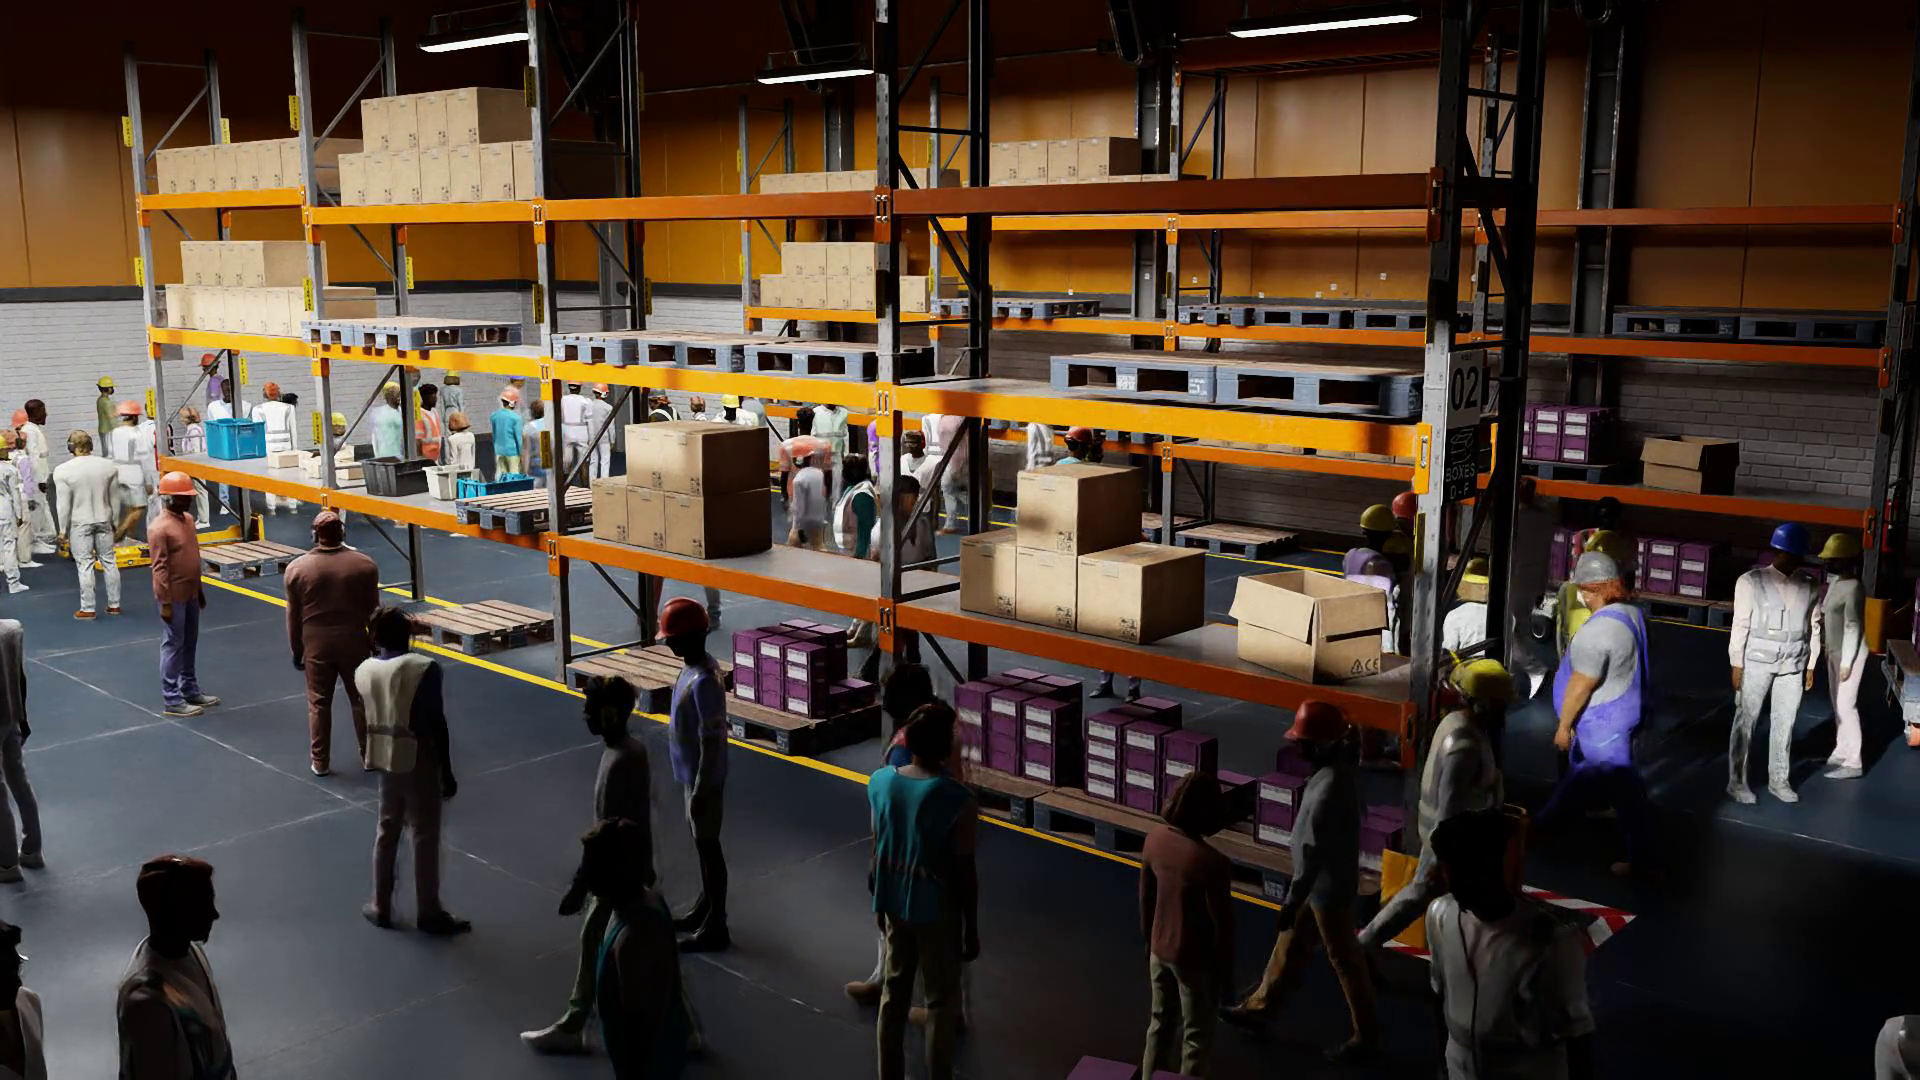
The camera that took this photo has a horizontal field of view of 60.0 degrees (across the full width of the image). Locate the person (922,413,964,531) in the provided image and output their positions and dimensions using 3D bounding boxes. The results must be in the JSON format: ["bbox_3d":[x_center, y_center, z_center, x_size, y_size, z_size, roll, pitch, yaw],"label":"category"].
[{"bbox_3d":[-0.230,-1.034,22.016,0.573,1.876,0.354,2,10,12],"label":"person"}]

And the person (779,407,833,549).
[{"bbox_3d":[-1.745,-0.528,18.923,0.614,1.949,0.362,-1,10,-7],"label":"person"}]

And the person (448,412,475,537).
[{"bbox_3d":[-6.488,-0.851,21.652,0.277,1.632,0.507,3,11,19],"label":"person"}]

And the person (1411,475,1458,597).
[{"bbox_3d":[4.809,-0.090,16.808,0.404,1.826,0.587,-4,11,-24],"label":"person"}]

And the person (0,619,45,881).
[{"bbox_3d":[-5.761,1.108,9.913,0.312,1.869,0.536,1,10,6],"label":"person"}]

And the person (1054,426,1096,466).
[{"bbox_3d":[1.159,-0.136,16.489,0.404,2.035,0.606,-5,11,-28],"label":"person"}]

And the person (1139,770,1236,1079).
[{"bbox_3d":[0.950,1.754,6.925,0.268,1.630,0.507,-7,12,-35],"label":"person"}]

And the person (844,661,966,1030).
[{"bbox_3d":[-0.313,1.469,8.023,0.800,1.811,0.642,3,10,14],"label":"person"}]

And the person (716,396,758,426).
[{"bbox_3d":[-2.939,-1.093,22.078,0.630,1.963,0.363,2,10,12],"label":"person"}]

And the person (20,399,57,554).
[{"bbox_3d":[-11.391,-0.777,20.466,0.394,1.910,0.634,-5,11,-27],"label":"person"}]

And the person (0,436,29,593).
[{"bbox_3d":[-10.497,-0.284,18.173,0.487,1.737,0.358,-1,10,-5],"label":"person"}]

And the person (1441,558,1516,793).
[{"bbox_3d":[3.403,0.981,11.012,0.486,1.737,0.315,-1,10,-3],"label":"person"}]

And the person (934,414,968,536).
[{"bbox_3d":[-0.039,-0.998,21.726,0.668,1.913,0.642,-1,10,-7],"label":"person"}]

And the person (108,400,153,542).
[{"bbox_3d":[-10.173,-0.742,20.266,0.586,1.914,0.689,4,11,21],"label":"person"}]

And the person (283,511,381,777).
[{"bbox_3d":[-4.481,0.739,11.935,0.643,1.900,0.398,-4,11,-20],"label":"person"}]

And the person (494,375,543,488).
[{"bbox_3d":[-6.878,-1.742,25.959,0.991,1.895,0.620,0,10,-2],"label":"person"}]

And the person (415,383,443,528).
[{"bbox_3d":[-7.160,-1.142,22.392,0.366,1.960,0.633,1,10,5],"label":"person"}]

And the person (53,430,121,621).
[{"bbox_3d":[-8.811,-0.147,16.830,0.373,1.935,0.627,8,13,36],"label":"person"}]

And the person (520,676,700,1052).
[{"bbox_3d":[-1.618,1.524,7.668,0.843,1.835,0.512,-2,10,-9],"label":"person"}]

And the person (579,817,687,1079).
[{"bbox_3d":[-1.129,1.852,5.821,0.346,1.837,0.506,-2,10,-10],"label":"person"}]

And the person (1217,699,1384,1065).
[{"bbox_3d":[1.581,1.573,7.688,0.873,1.707,0.573,2,10,13],"label":"person"}]

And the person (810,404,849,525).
[{"bbox_3d":[-1.787,-1.166,22.662,0.591,1.912,0.386,-6,12,-30],"label":"person"}]

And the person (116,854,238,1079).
[{"bbox_3d":[-2.493,1.910,5.358,0.362,1.879,0.584,-3,10,-16],"label":"person"}]

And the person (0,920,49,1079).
[{"bbox_3d":[-2.906,2.003,4.960,0.389,1.838,0.565,0,10,0],"label":"person"}]

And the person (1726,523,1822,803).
[{"bbox_3d":[5.522,0.835,11.274,0.612,1.941,0.416,0,10,-1],"label":"person"}]

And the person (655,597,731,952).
[{"bbox_3d":[-1.429,1.250,8.946,0.374,1.928,0.543,-3,10,-15],"label":"person"}]

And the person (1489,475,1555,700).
[{"bbox_3d":[4.679,0.405,13.820,0.650,1.893,0.671,-7,12,-33],"label":"person"}]

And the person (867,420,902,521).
[{"bbox_3d":[-0.921,-0.917,21.211,0.384,1.925,0.549,9,13,42],"label":"person"}]

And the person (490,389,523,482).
[{"bbox_3d":[-6.437,-1.283,23.796,0.575,1.740,0.349,5,11,28],"label":"person"}]

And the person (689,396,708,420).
[{"bbox_3d":[-3.747,-1.249,23.877,0.309,1.645,0.515,-5,11,-27],"label":"person"}]

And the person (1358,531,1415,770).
[{"bbox_3d":[3.114,0.793,12.084,0.335,1.735,0.484,1,10,4],"label":"person"}]

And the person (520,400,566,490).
[{"bbox_3d":[-5.322,-0.880,21.270,0.670,1.828,0.454,-9,13,-42],"label":"person"}]

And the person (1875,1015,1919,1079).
[{"bbox_3d":[2.934,2.001,4.824,0.572,1.883,0.355,6,12,30],"label":"person"}]

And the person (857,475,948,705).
[{"bbox_3d":[-0.511,0.388,13.848,1.008,1.922,0.611,8,13,38],"label":"person"}]
